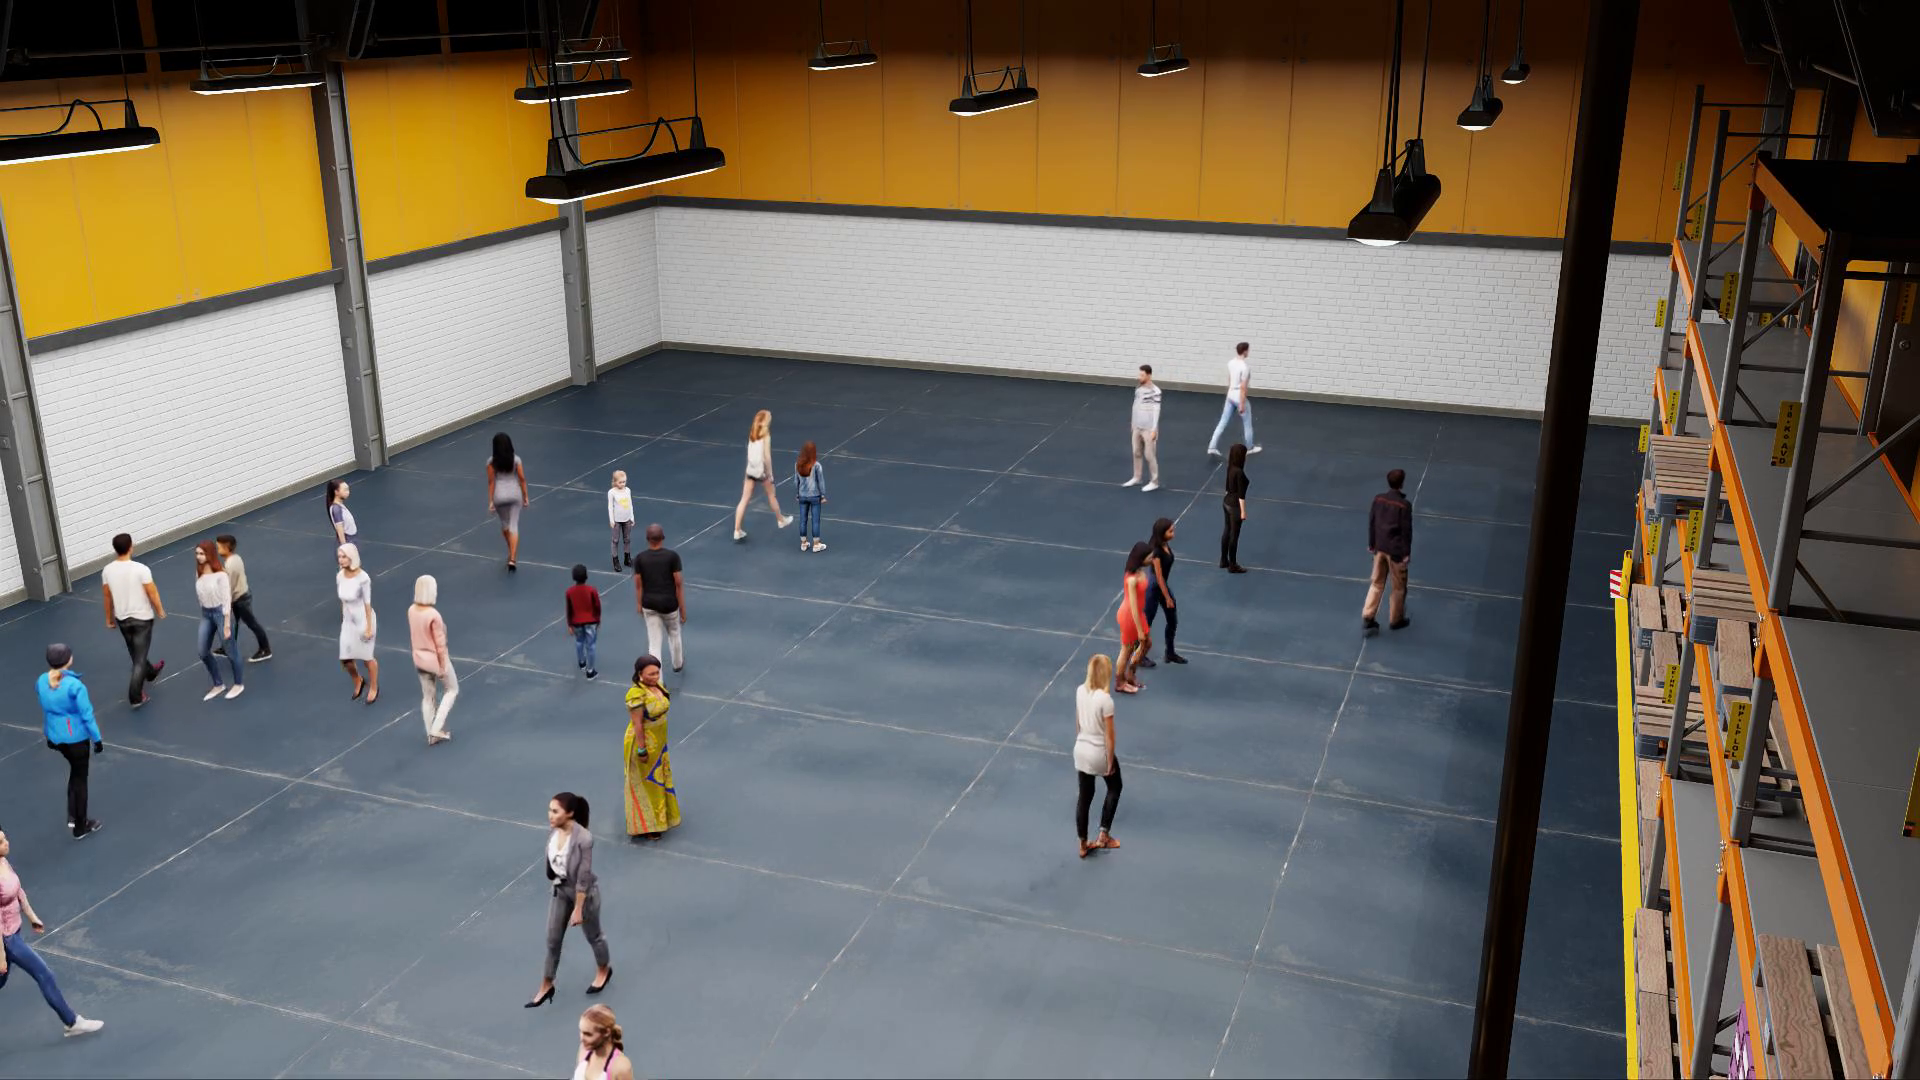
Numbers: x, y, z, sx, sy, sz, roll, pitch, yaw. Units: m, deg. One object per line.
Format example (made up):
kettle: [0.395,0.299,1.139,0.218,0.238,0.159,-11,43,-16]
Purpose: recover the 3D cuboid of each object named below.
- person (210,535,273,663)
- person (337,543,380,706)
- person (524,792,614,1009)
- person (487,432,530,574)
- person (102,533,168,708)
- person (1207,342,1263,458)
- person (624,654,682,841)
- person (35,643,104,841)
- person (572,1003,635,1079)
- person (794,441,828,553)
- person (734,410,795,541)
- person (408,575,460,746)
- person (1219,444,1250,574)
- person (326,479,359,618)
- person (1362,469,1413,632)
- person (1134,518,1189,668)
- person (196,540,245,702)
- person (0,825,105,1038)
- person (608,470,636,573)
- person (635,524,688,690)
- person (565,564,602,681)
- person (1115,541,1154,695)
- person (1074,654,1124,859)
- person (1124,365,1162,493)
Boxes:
person: [-7.755,0.635,18.100,0.933,1.442,0.920,-7,20,-21]
person: [-6.106,0.837,17.035,0.581,1.740,0.567,5,19,15]
person: [-2.703,2.561,12.052,0.782,1.653,0.999,13,23,34]
person: [-5.657,-0.428,20.811,0.989,1.727,1.209,-3,19,-9]
person: [-8.467,0.842,16.975,0.872,1.768,1.160,1,19,2]
person: [4.208,-2.124,25.724,1.321,1.806,1.164,-11,22,-30]
person: [-2.708,1.760,14.420,0.950,1.659,0.762,4,19,12]
person: [-7.682,1.756,14.240,0.633,1.782,0.605,5,19,16]
person: [-1.935,3.373,9.450,0.767,1.774,0.739,-17,25,-42]
person: [-1.959,-0.576,21.640,0.565,1.478,0.487,7,20,20]
person: [-2.729,-0.800,21.986,0.871,1.681,1.250,14,23,35]
person: [-5.155,1.190,16.023,0.620,1.716,0.637,9,21,25]
person: [3.435,-0.412,20.897,0.717,1.642,0.625,-5,19,-15]
person: [-7.185,0.096,19.376,0.729,1.650,0.637,-5,19,-15]
person: [4.845,0.127,18.853,0.922,1.924,1.042,18,25,42]
person: [2.009,0.569,17.870,0.660,1.714,0.759,7,20,20]
person: [-7.604,0.795,17.193,0.591,1.717,0.630,6,19,16]
person: [-6.624,2.754,11.411,1.130,1.695,1.108,-7,20,-20]
person: [-4.292,-0.266,21.030,0.550,1.279,0.634,-16,24,-39]
person: [-3.111,0.748,17.252,0.960,1.769,1.206,0,19,-1]
person: [-3.997,0.891,17.656,0.672,1.242,0.831,0,19,0]
person: [1.688,0.818,17.160,0.691,1.695,0.545,3,19,10]
person: [1.063,1.842,13.934,0.697,1.814,0.723,15,24,38]
person: [2.732,-1.655,24.258,0.805,1.852,0.790,-12,22,-31]
